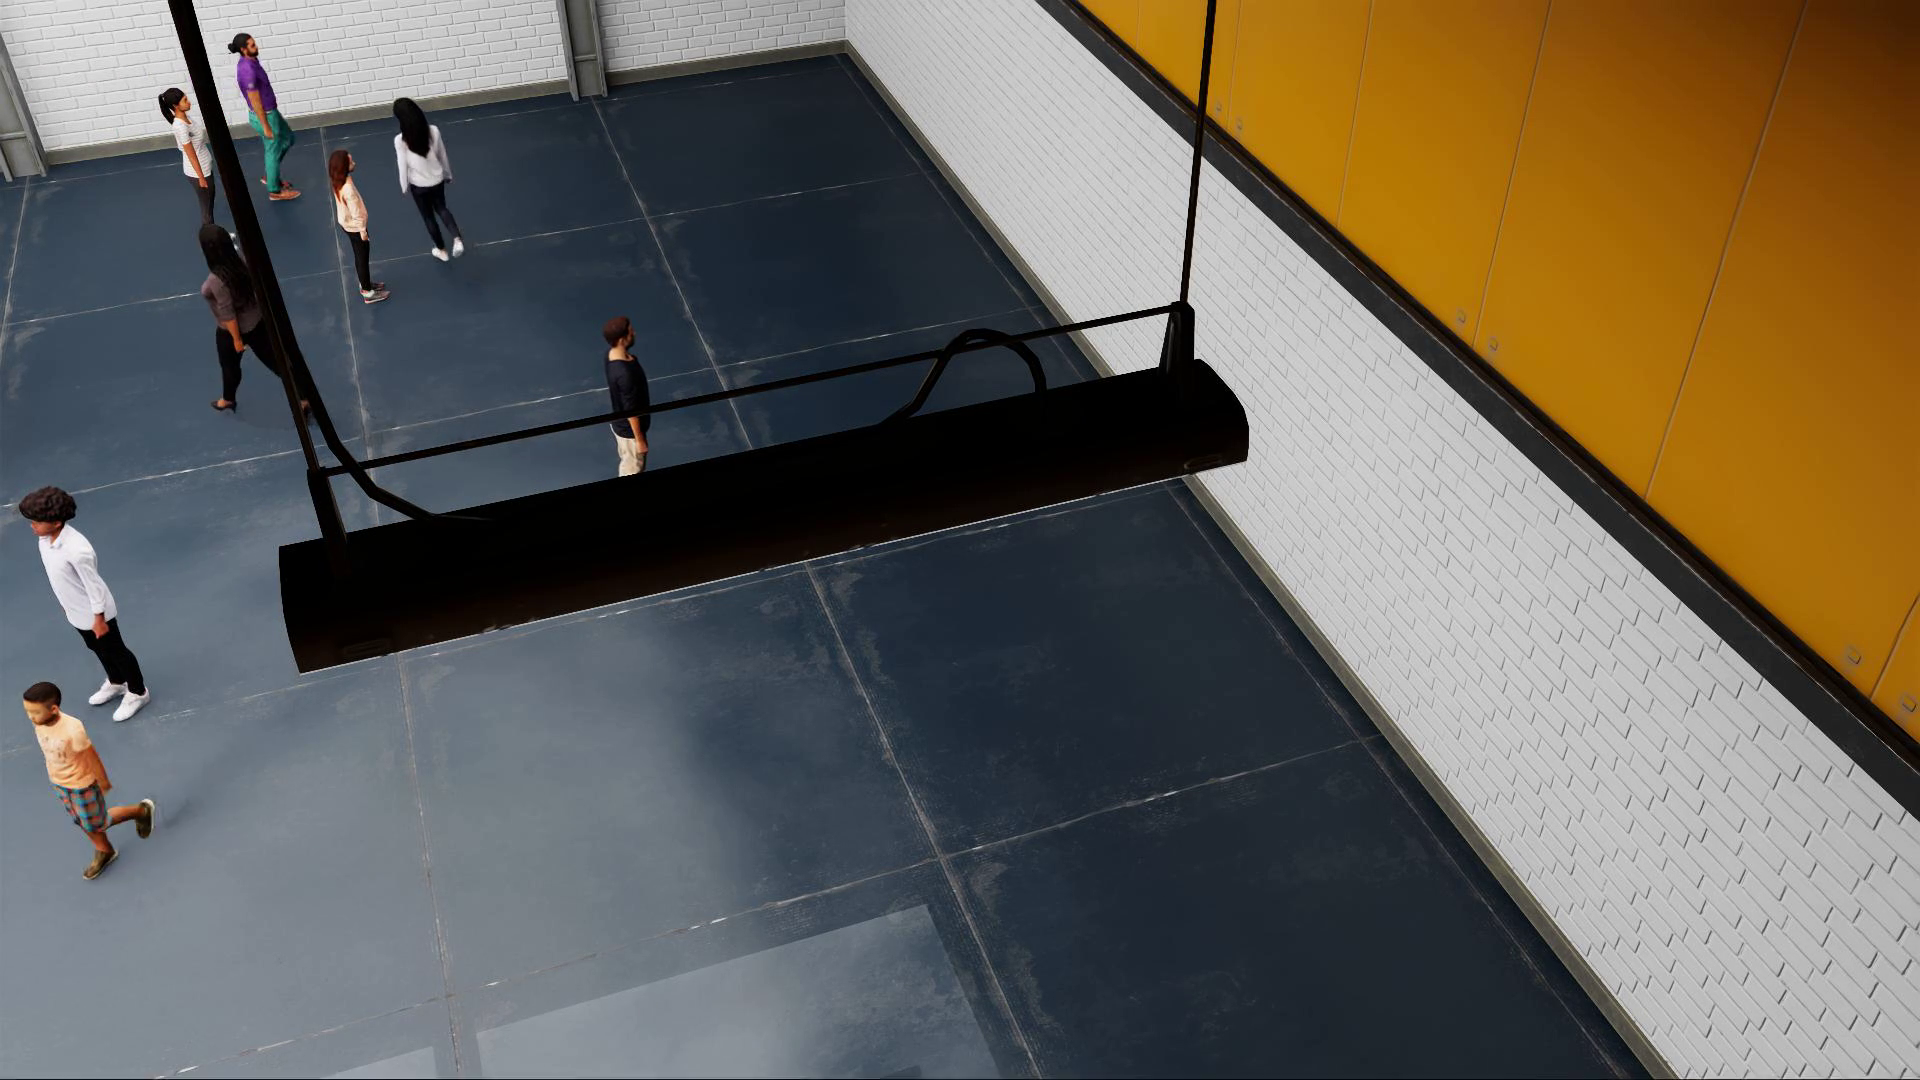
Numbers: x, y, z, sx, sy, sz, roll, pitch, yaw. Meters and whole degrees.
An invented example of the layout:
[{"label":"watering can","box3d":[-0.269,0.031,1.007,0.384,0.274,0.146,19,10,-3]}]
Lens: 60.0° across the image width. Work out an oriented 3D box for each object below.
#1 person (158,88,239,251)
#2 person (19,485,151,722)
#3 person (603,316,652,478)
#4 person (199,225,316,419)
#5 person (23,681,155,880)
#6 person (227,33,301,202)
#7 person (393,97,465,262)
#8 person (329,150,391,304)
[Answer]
[{"label":"person","box3d":[-7.333,-3.562,15.996,0.517,1.647,0.557,-13,40,-16]},{"label":"person","box3d":[-5.729,0.402,10.902,0.726,1.810,0.754,24,45,27]},{"label":"person","box3d":[-2.476,-0.844,12.430,0.553,1.850,0.641,-14,41,-17]},{"label":"person","box3d":[-5.730,-1.694,13.547,1.258,1.783,1.089,9,40,12]},{"label":"person","box3d":[-5.243,1.384,9.962,0.780,1.449,0.831,15,41,17]},{"label":"person","box3d":[-7.100,-4.243,16.763,0.648,1.754,0.644,-11,40,-14]},{"label":"person","box3d":[-4.984,-3.342,15.691,0.820,1.683,0.849,-29,47,-31]},{"label":"person","box3d":[-5.567,-2.898,15.295,0.563,1.484,0.595,-21,43,-25]}]
